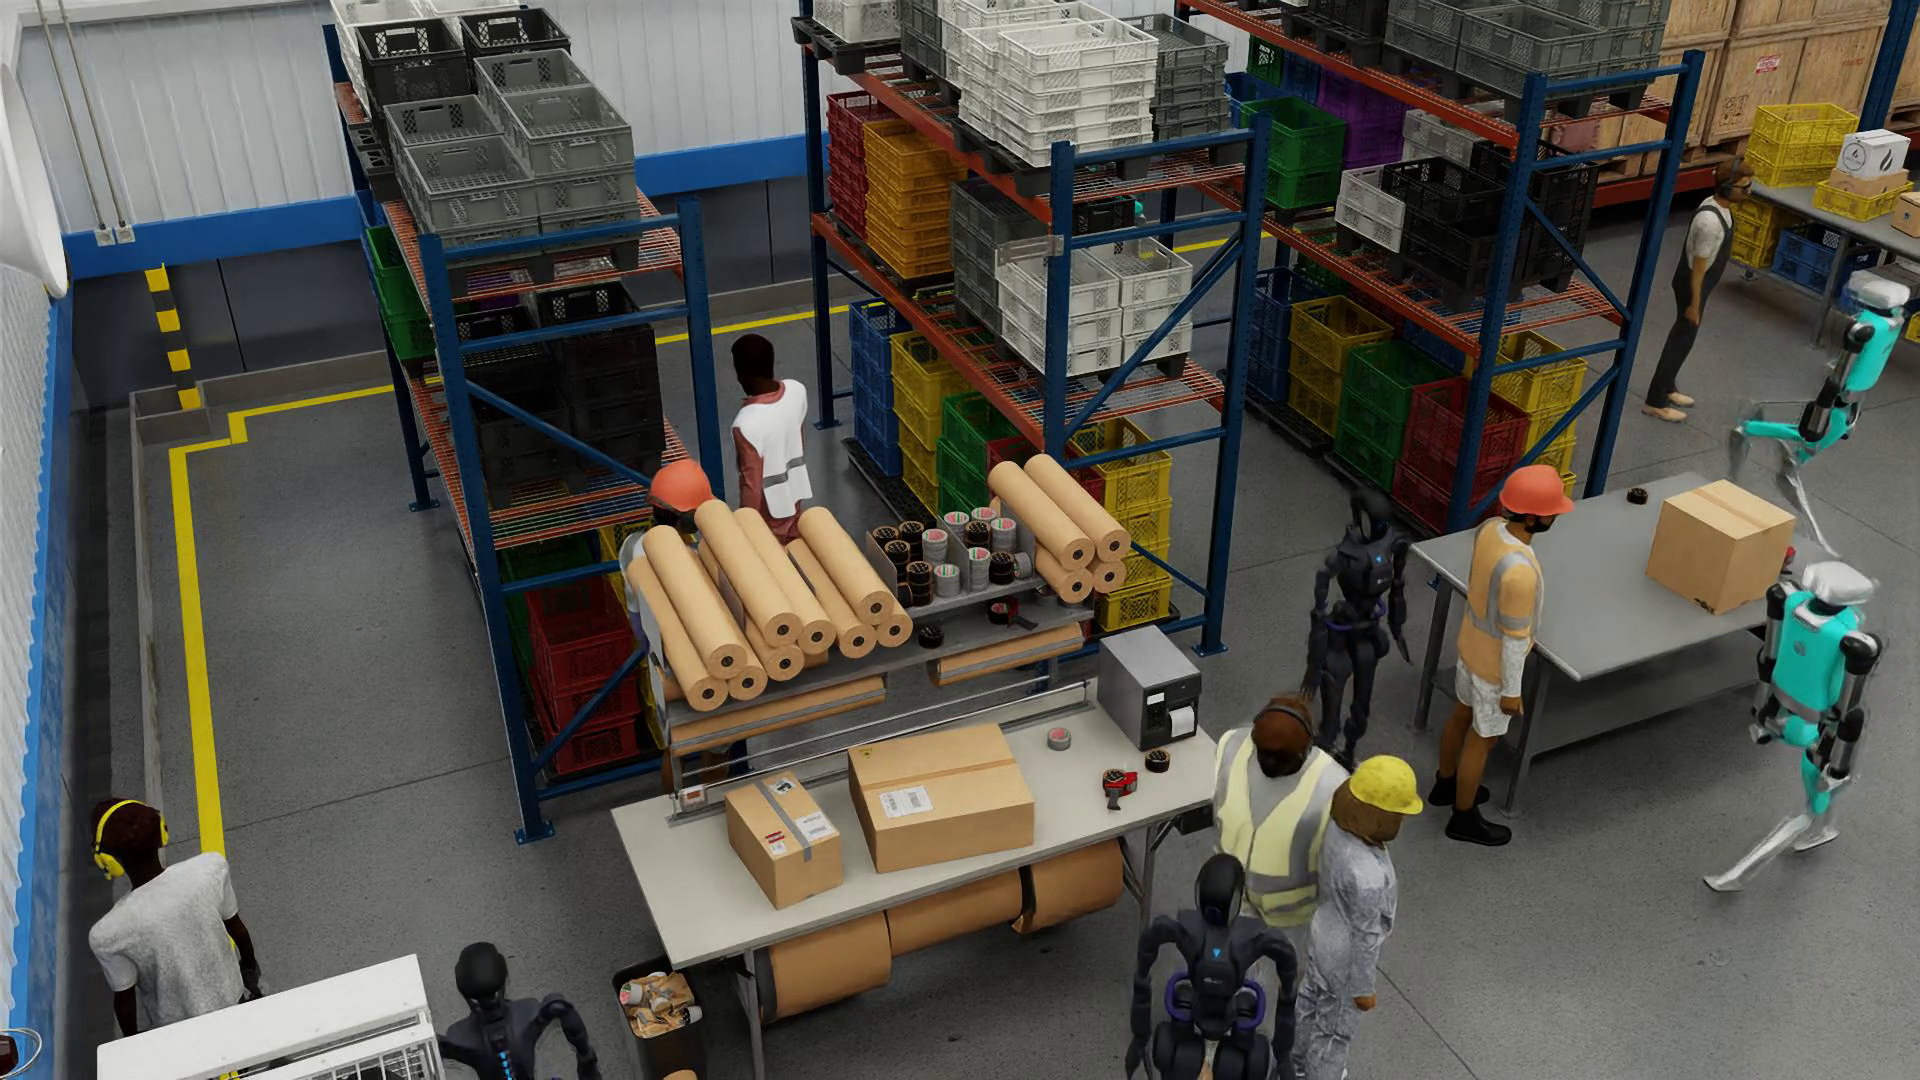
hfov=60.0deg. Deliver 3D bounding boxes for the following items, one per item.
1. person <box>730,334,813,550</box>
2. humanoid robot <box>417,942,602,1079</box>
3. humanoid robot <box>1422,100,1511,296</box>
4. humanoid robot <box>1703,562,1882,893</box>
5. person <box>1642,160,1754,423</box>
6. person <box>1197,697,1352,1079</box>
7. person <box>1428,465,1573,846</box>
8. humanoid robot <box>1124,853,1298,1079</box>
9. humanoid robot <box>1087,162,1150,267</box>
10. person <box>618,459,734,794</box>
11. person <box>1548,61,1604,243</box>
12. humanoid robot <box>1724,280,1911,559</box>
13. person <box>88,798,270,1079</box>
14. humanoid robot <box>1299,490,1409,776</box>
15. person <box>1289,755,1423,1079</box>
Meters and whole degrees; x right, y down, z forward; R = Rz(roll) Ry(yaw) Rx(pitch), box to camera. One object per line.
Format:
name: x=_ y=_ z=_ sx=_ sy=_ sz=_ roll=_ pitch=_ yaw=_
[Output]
person: x=-0.981 y=-0.189 z=8.711 sx=0.393 sy=1.914 sz=0.589 roll=13 pitch=34 yaw=20
humanoid robot: x=-1.382 y=1.988 z=5.397 sx=0.583 sy=1.638 sz=0.510 roll=-14 pitch=34 yaw=-21
humanoid robot: x=3.733 y=-2.441 z=12.640 sx=0.758 sy=1.879 sz=0.543 roll=3 pitch=32 yaw=4
humanoid robot: x=3.815 y=0.813 z=7.278 sx=1.064 sy=1.730 sz=0.530 roll=-12 pitch=33 yaw=-18
person: x=4.968 y=-1.675 z=11.202 sx=0.334 sy=1.837 sz=0.505 roll=15 pitch=35 yaw=23
person: x=1.256 y=1.285 z=6.428 sx=0.631 sy=1.806 sz=0.882 roll=21 pitch=37 yaw=30
person: x=2.442 y=0.516 z=7.540 sx=0.359 sy=1.939 sz=0.542 roll=-1 pitch=32 yaw=-1
humanoid robot: x=0.884 y=1.750 z=5.785 sx=0.613 sy=1.654 sz=0.319 roll=6 pitch=32 yaw=10
humanoid robot: x=1.255 y=-2.967 z=13.265 sx=0.735 sy=1.673 sz=0.533 roll=-5 pitch=32 yaw=-8
person: x=-1.171 y=0.567 z=7.369 sx=0.604 sy=2.035 sz=0.386 roll=21 pitch=38 yaw=31
person: x=5.066 y=-3.195 z=13.741 sx=0.522 sy=1.761 sz=0.336 roll=-15 pitch=35 yaw=-23
humanoid robot: x=4.981 y=-0.796 z=9.918 sx=0.533 sy=1.766 sz=1.025 roll=-21 pitch=38 yaw=-31
person: x=-2.666 y=1.641 z=5.798 sx=0.339 sy=1.855 sz=0.517 roll=21 pitch=37 yaw=30
humanoid robot: x=1.866 y=0.480 z=7.847 sx=0.602 sy=1.649 sz=0.319 roll=-17 pitch=36 yaw=-26
person: x=1.446 y=1.500 z=6.134 sx=0.308 sy=1.736 sz=0.483 roll=-1 pitch=32 yaw=-2
